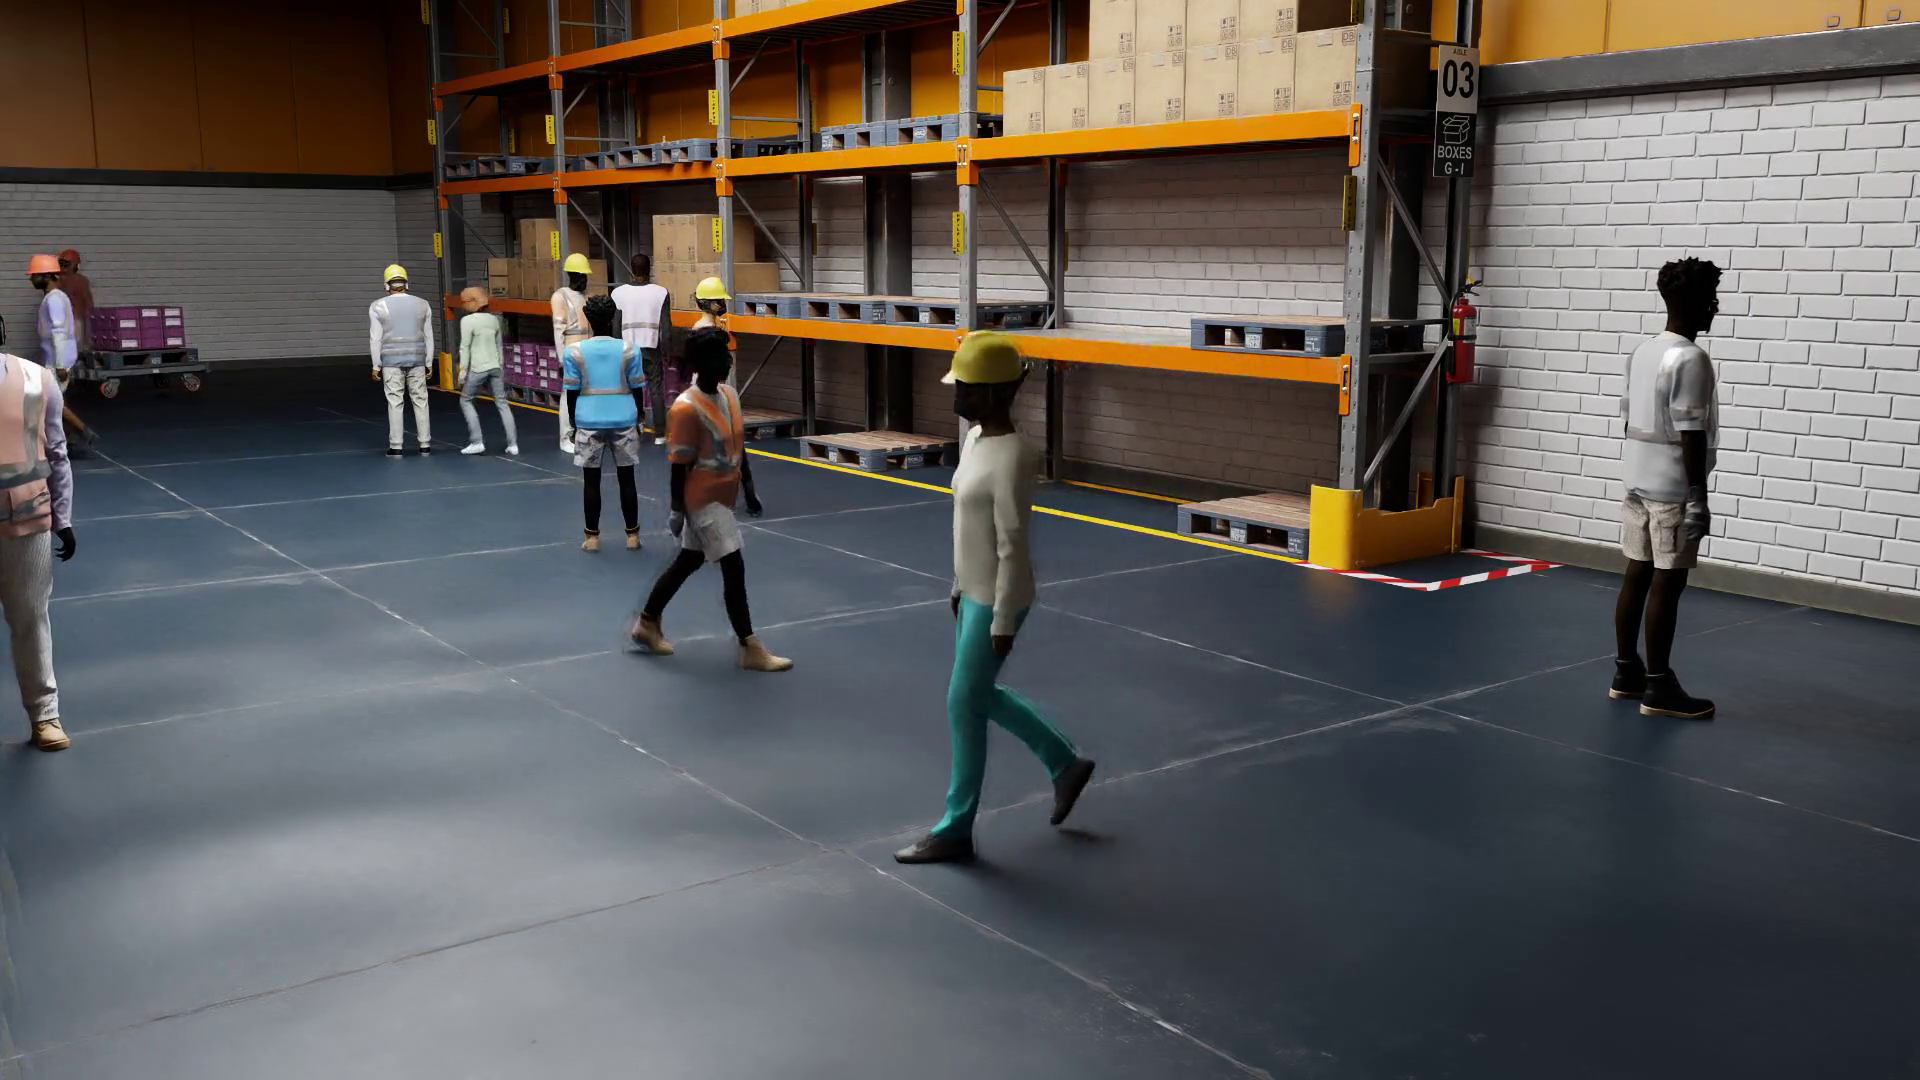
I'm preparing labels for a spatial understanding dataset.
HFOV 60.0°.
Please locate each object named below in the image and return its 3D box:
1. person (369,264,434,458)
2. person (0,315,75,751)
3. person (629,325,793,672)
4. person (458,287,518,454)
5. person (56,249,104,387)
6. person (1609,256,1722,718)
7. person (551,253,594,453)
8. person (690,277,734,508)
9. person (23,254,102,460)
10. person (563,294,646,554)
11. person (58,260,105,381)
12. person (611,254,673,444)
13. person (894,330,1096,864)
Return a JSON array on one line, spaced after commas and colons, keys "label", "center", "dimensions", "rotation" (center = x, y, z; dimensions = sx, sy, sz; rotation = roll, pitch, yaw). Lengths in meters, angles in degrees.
[{"label": "person", "center": [-5.268, -1.680, 15.710], "dimensions": [0.588, 1.823, 0.403], "rotation": [-7, 12, -32]}, {"label": "person", "center": [-3.817, -0.048, 6.538], "dimensions": [0.621, 1.838, 0.429], "rotation": [-7, 12, -35]}, {"label": "person", "center": [-1.249, -0.209, 7.963], "dimensions": [0.900, 1.648, 0.523], "rotation": [3, 10, 15]}, {"label": "person", "center": [-4.541, -1.599, 15.855], "dimensions": [0.527, 1.609, 0.557], "rotation": [5, 11, 26]}, {"label": "person", "center": [-12.619, -3.143, 23.587], "dimensions": [0.586, 1.943, 0.996], "rotation": [4, 11, 20]}, {"label": "person", "center": [3.060, -0.229, 7.177], "dimensions": [0.368, 1.967, 0.600], "rotation": [0, 10, -3]}, {"label": "person", "center": [-3.696, -1.807, 16.129], "dimensions": [0.381, 1.924, 0.593], "rotation": [4, 11, 23]}, {"label": "person", "center": [-1.863, -1.077, 12.492], "dimensions": [0.322, 1.769, 0.523], "rotation": [0, 10, 2]}, {"label": "person", "center": [-8.366, -1.681, 15.432], "dimensions": [0.442, 1.922, 0.555], "rotation": [-4, 11, -23]}, {"label": "person", "center": [-2.316, -0.754, 10.878], "dimensions": [0.533, 1.697, 0.318], "rotation": [-3, 10, -15]}, {"label": "person", "center": [-13.002, -3.221, 24.370], "dimensions": [0.987, 1.806, 0.569], "rotation": [3, 11, 16]}, {"label": "person", "center": [-3.195, -1.914, 16.756], "dimensions": [0.592, 1.916, 0.375], "rotation": [-1, 10, -4]}, {"label": "person", "center": [0.122, 0.184, 5.467], "dimensions": [0.683, 1.747, 0.556], "rotation": [-2, 10, -10]}]
